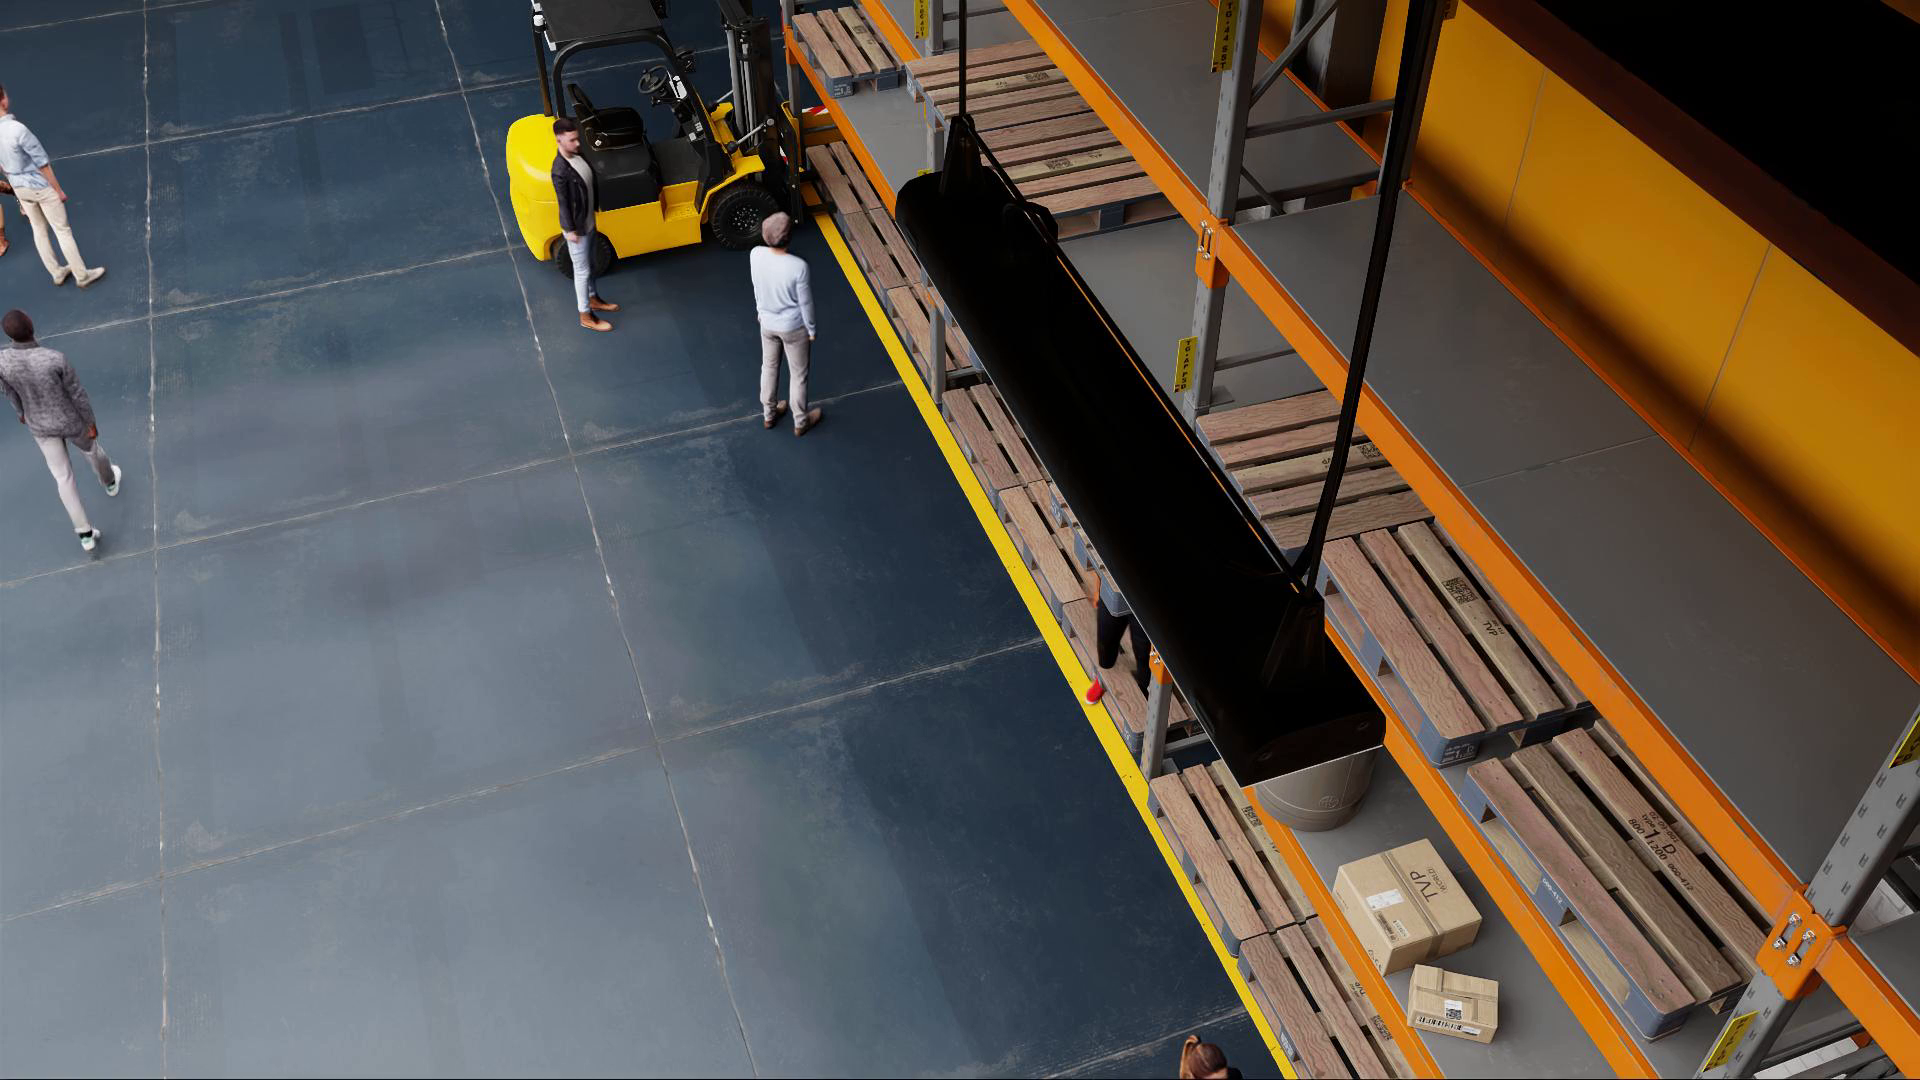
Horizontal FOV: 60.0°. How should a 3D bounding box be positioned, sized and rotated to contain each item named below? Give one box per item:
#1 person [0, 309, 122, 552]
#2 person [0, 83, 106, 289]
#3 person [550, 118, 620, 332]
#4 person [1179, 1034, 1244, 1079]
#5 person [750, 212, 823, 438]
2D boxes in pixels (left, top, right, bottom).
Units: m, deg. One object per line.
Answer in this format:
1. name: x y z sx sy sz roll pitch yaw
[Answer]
1. person: -6.258 -0.741 11.486 0.747 1.806 1.176 -11 45 -11
2. person: -7.662 -2.915 13.738 0.743 1.848 0.774 12 45 12
3. person: -3.065 -2.546 13.360 0.793 1.835 0.655 5 44 5
4. person: 1.087 2.846 7.809 0.671 1.684 0.623 -23 48 -22
5. person: -1.307 -1.589 12.314 0.733 1.893 0.798 19 47 19
